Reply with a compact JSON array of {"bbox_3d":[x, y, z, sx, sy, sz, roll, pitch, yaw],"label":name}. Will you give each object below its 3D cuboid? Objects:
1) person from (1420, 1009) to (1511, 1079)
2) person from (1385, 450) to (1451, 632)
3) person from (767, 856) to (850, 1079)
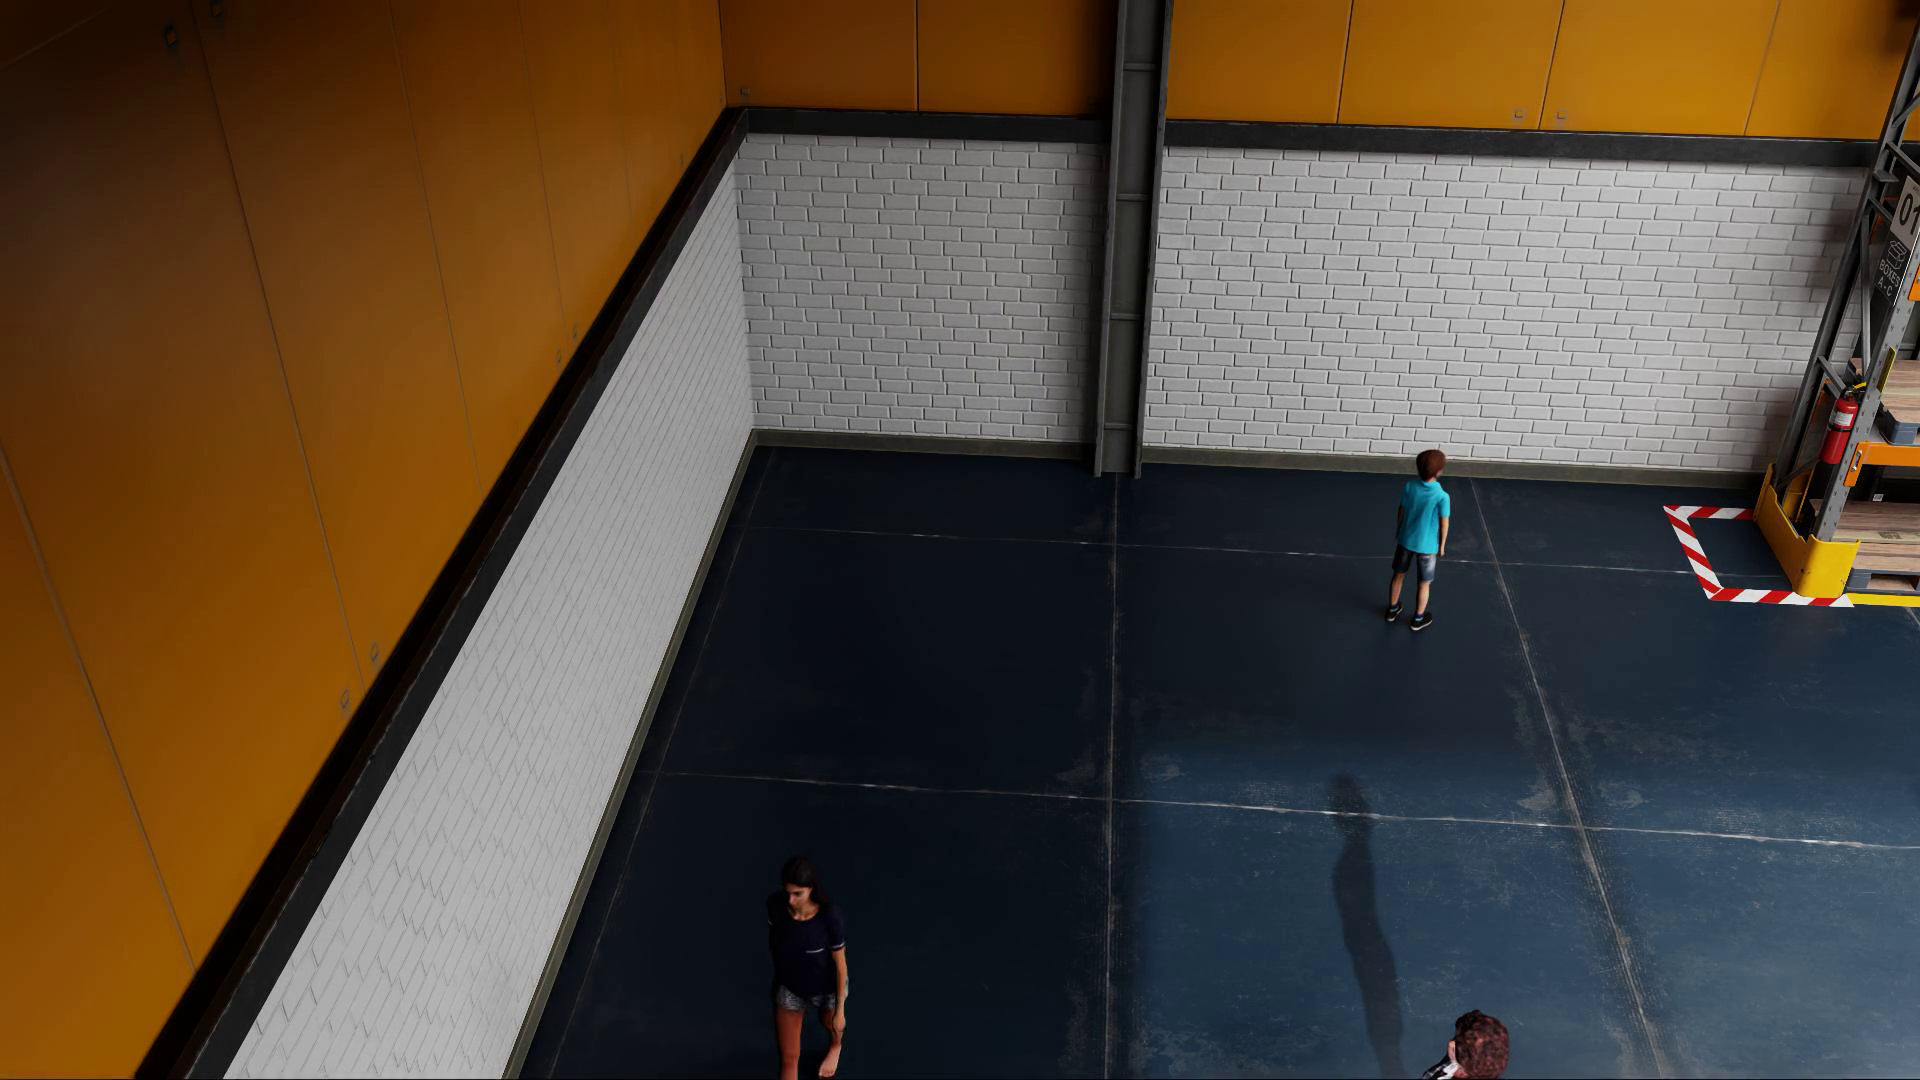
[{"bbox_3d":[2.251,2.782,7.644,0.528,1.703,0.598,3,34,4],"label":"person"},{"bbox_3d":[3.332,-0.013,12.079,0.555,1.448,0.651,23,40,30],"label":"person"},{"bbox_3d":[-0.725,2.219,8.477,1.079,1.717,0.787,8,35,12],"label":"person"}]
